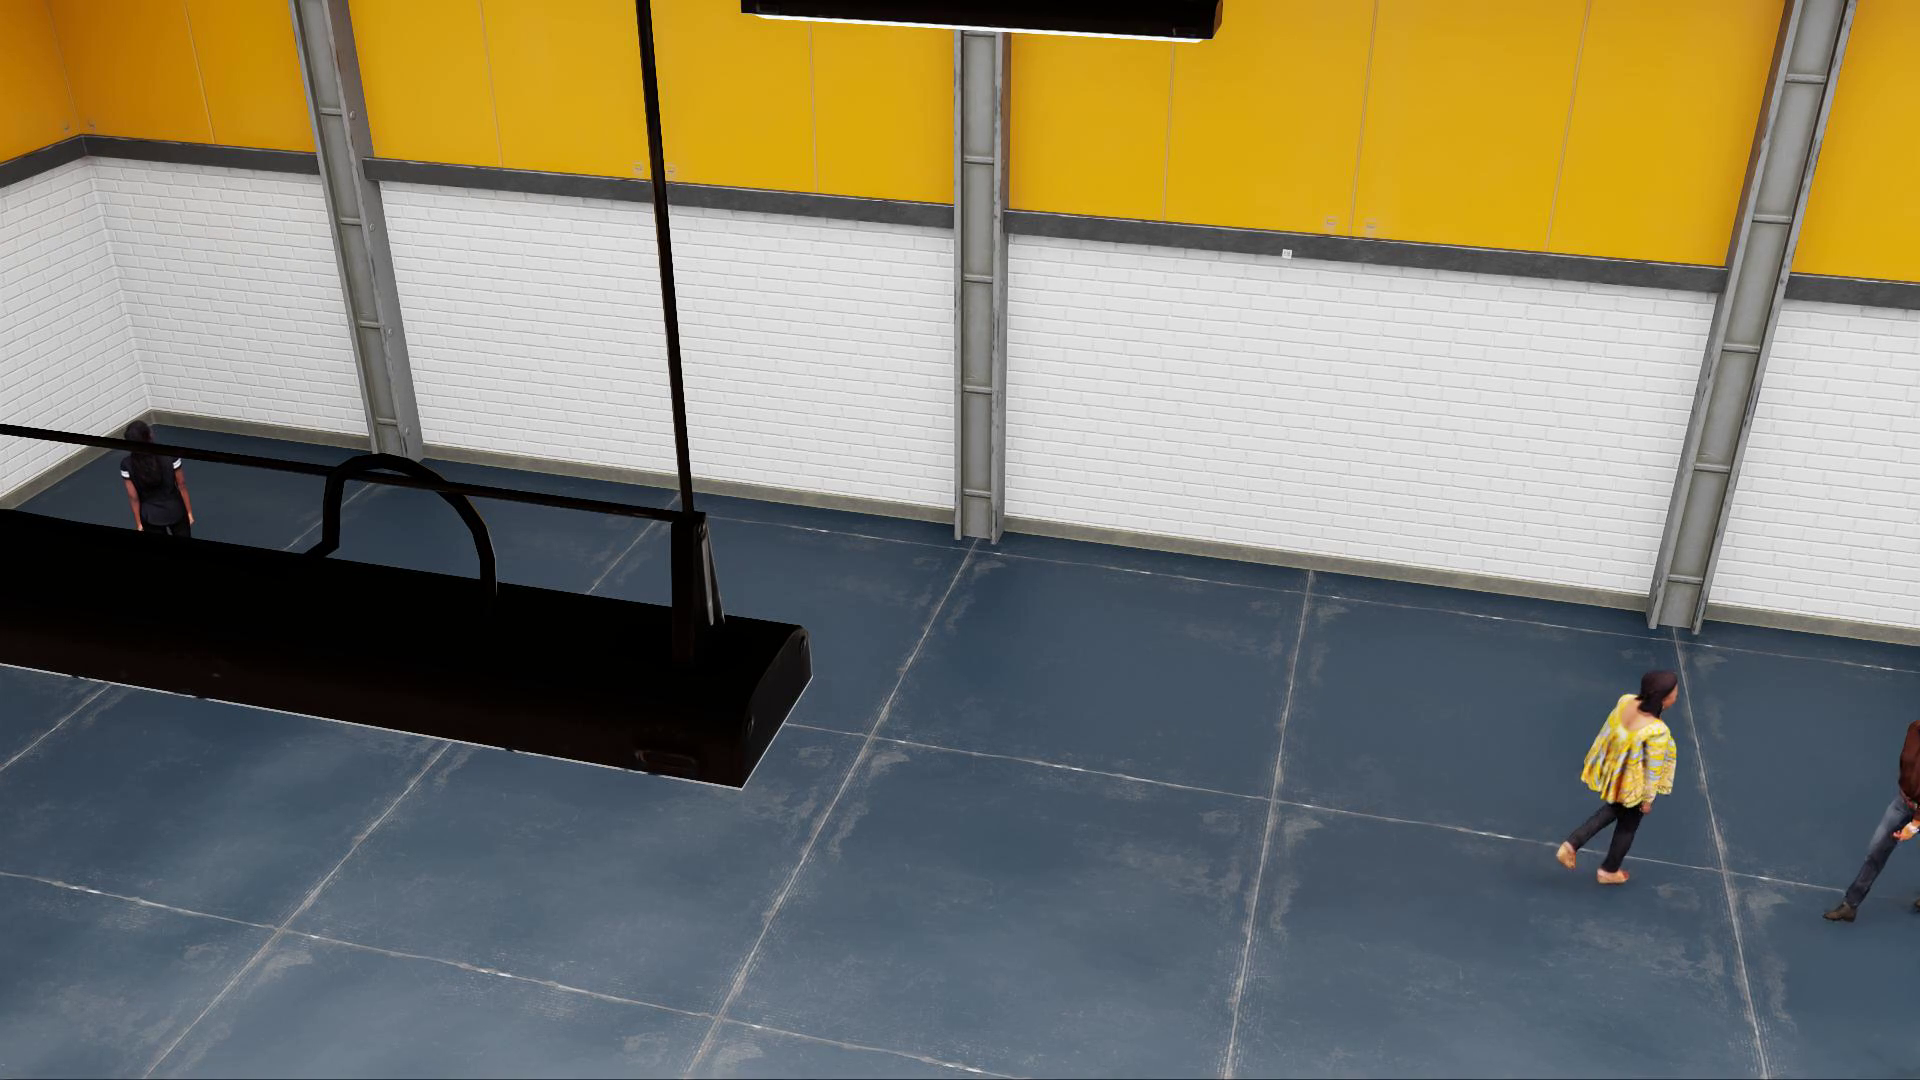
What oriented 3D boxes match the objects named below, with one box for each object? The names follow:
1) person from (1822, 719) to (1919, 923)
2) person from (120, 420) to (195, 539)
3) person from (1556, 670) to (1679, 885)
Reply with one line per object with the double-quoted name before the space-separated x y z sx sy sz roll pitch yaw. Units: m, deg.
"person" 6.055 1.677 10.333 1.283 1.724 1.080 -8 30 -14
"person" -6.586 -0.198 13.764 0.697 1.731 0.757 -15 32 -26
"person" 4.201 1.552 10.656 0.992 1.635 0.913 -4 29 -8
